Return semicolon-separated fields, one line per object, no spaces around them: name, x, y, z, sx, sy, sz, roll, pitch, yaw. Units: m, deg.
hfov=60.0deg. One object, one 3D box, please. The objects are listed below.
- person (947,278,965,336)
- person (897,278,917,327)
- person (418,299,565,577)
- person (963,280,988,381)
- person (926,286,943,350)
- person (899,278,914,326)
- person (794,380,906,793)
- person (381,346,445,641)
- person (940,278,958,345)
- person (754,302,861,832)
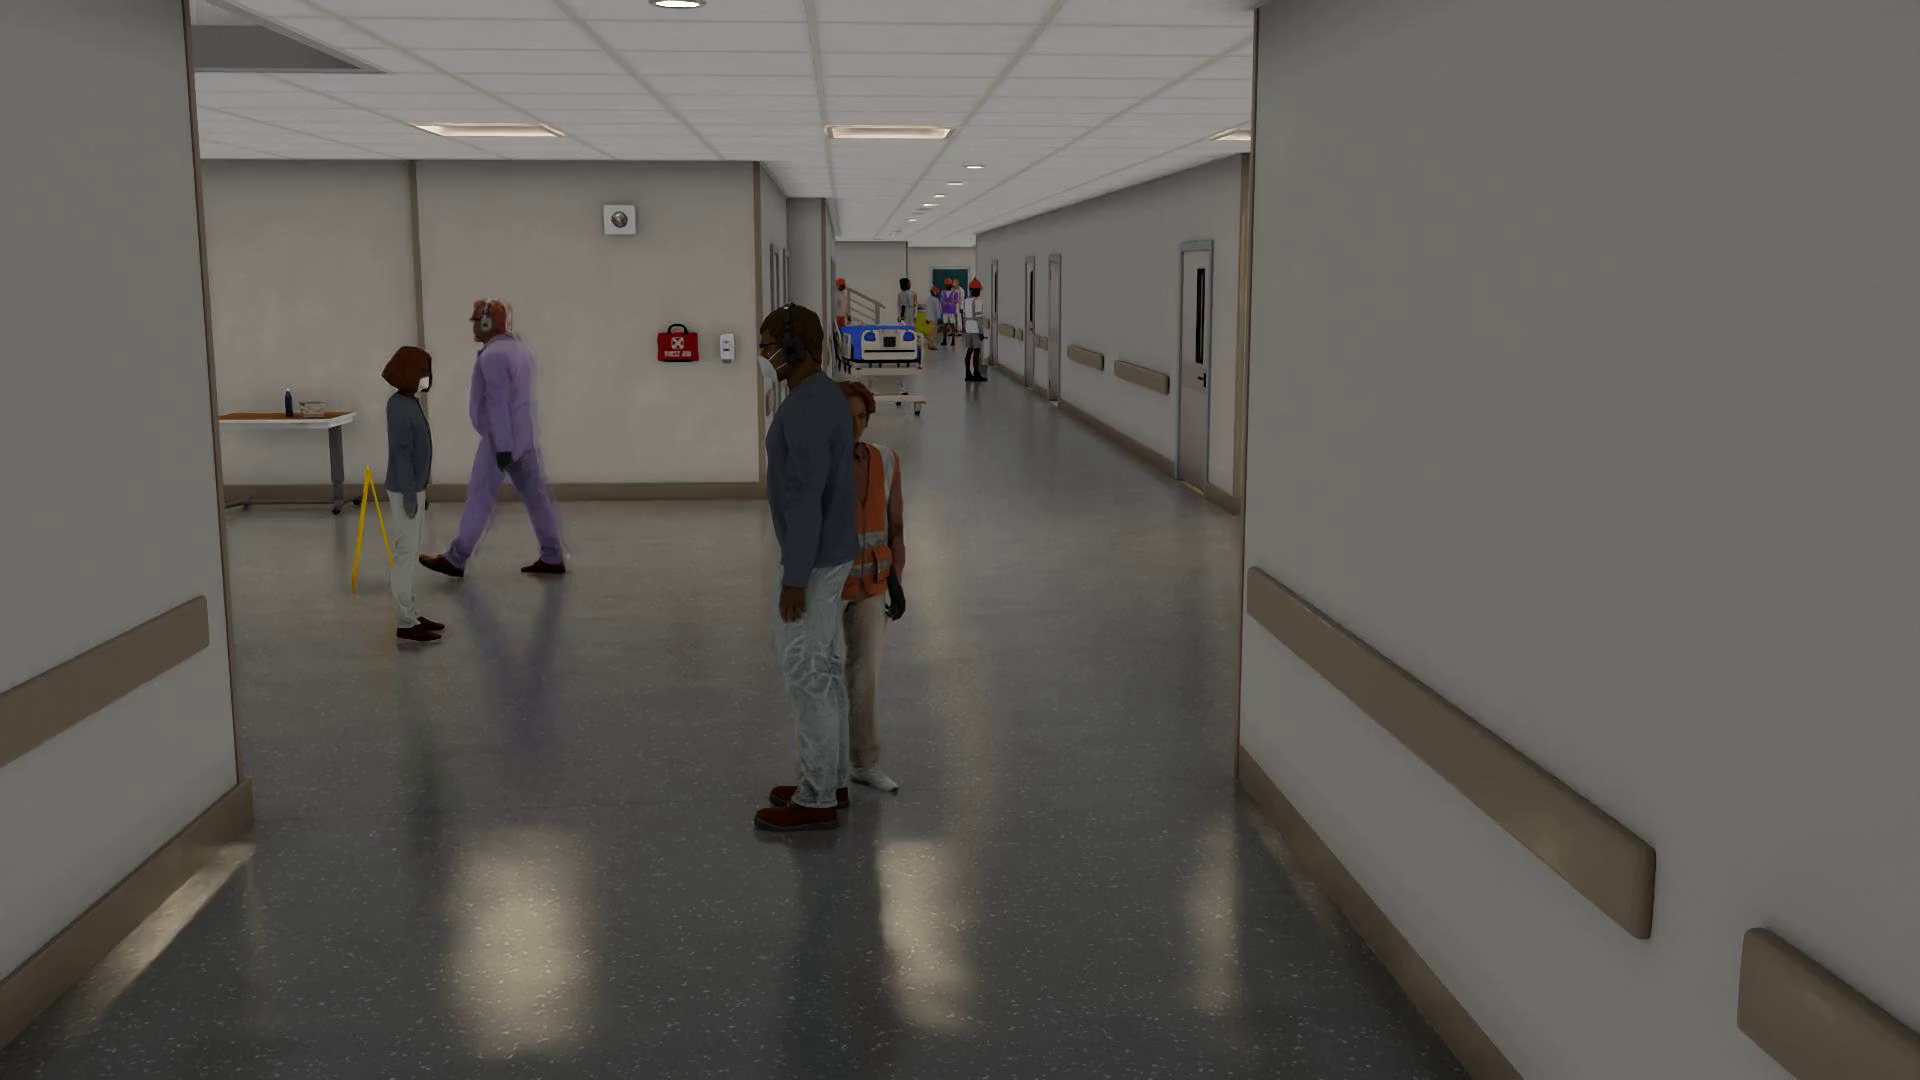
person;-0.163;-7.710;55.169;0.641;1.913;0.408;7;12;38
person;-1.402;-5.954;44.058;0.545;1.939;0.354;1;9;9
person;-3.139;-0.673;11.159;0.977;1.853;0.668;1;9;3
person;0.285;-3.996;31.766;0.361;1.940;0.543;-6;11;-35
person;-0.698;-5.972;44.814;0.422;1.736;0.581;-4;10;-26
person;-1.411;-5.851;43.376;0.387;1.954;0.610;3;10;18
person;-0.446;0.201;6.387;0.516;1.630;0.314;-7;11;-37
person;-3.048;-0.259;9.255;0.279;1.633;0.497;-2;9;-11
person;-0.328;-6.575;47.957;0.552;1.937;0.356;2;9;15
person;-0.564;0.097;6.124;0.391;1.928;0.636;0;9;0
